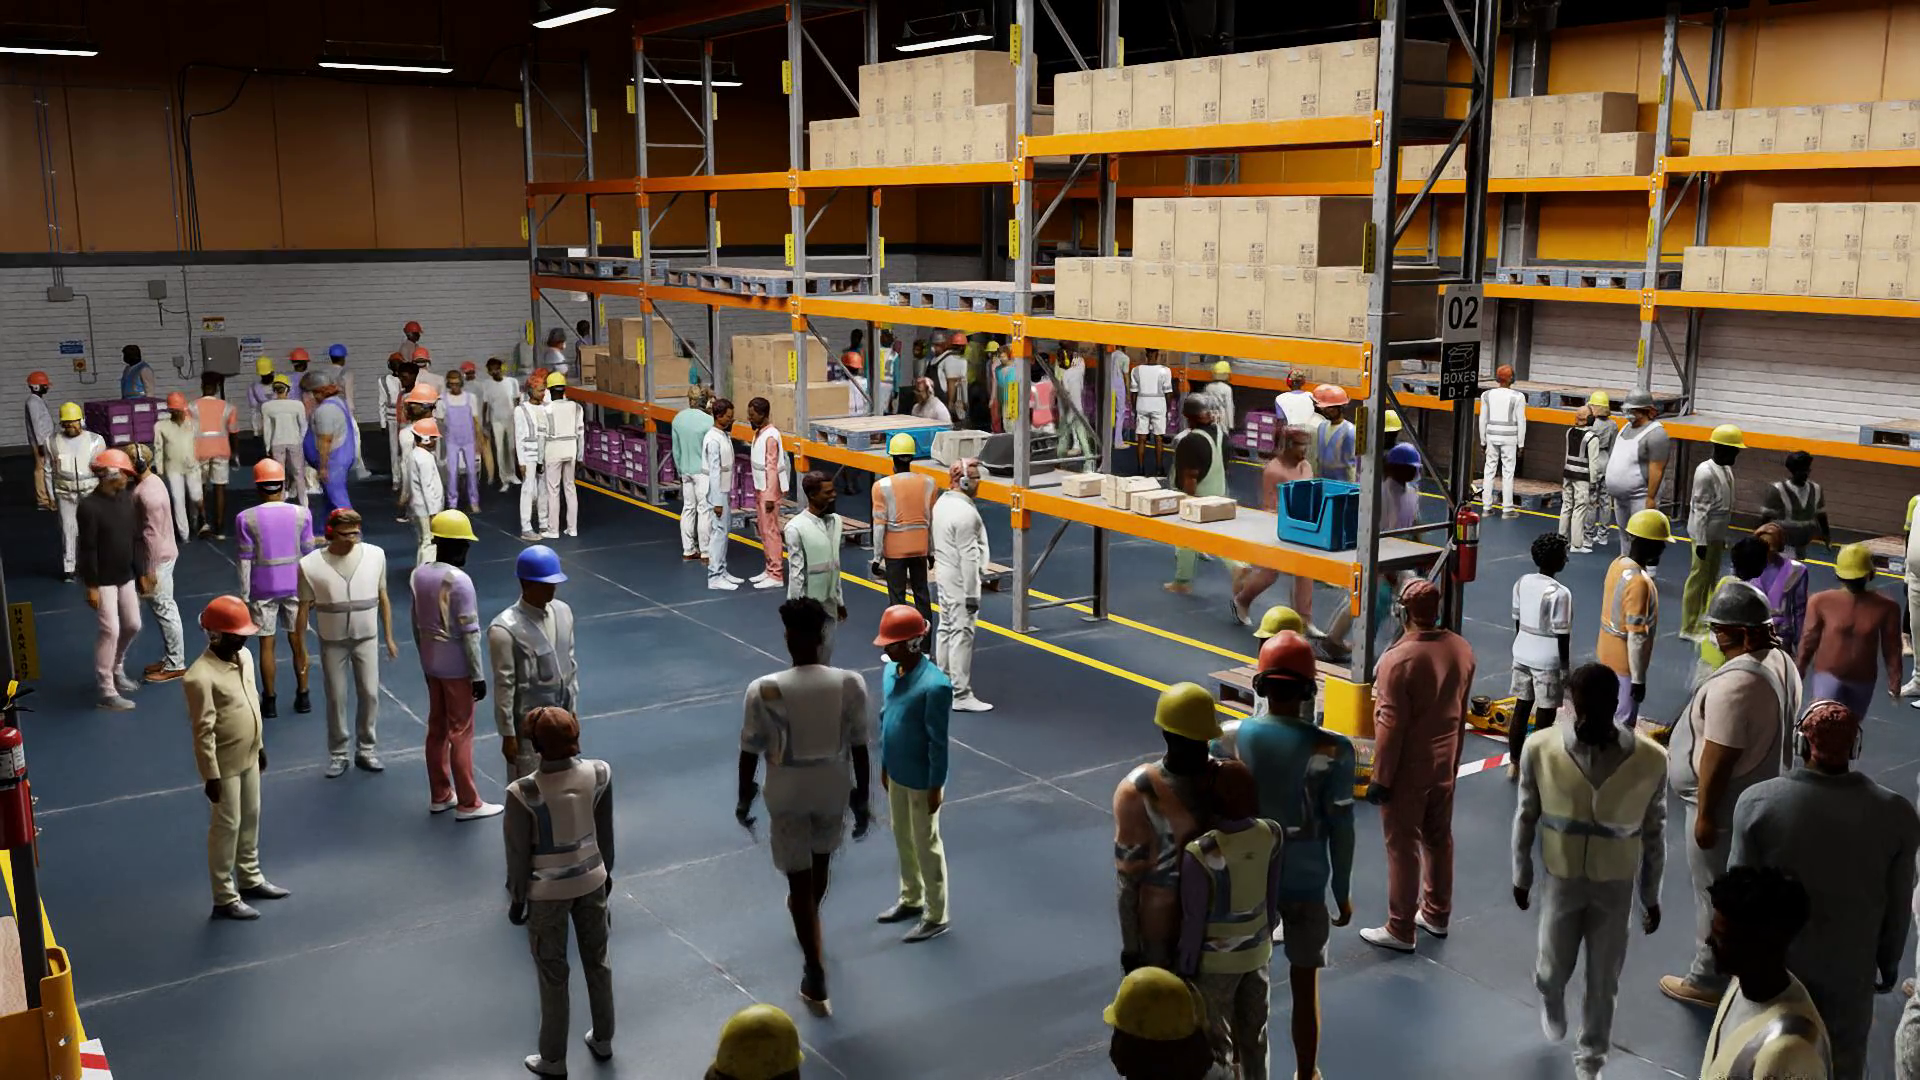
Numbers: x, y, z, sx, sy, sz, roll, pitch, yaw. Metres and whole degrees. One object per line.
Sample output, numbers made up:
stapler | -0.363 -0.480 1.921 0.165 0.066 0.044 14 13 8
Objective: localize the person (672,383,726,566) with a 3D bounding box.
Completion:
person | -2.774 -0.694 17.667 0.638 1.938 0.357 9 14 37

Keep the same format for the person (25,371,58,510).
person | -11.608 -1.263 21.060 0.347 1.746 0.573 -5 12 -25

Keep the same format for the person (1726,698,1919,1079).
person | 3.249 1.538 6.358 0.642 1.900 0.401 4 12 20

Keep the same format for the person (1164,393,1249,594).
person | 2.389 -0.443 16.117 0.799 2.000 0.681 11 15 43

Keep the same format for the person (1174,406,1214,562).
person | 2.531 -0.612 17.741 0.566 1.744 0.350 -7 13 -33

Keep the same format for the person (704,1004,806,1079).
person | -0.527 2.023 4.298 0.492 1.730 0.324 6 12 27

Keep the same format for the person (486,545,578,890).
person | -2.304 0.977 9.113 0.410 1.938 0.606 6 13 28

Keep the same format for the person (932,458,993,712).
person | 0.022 0.329 12.513 0.399 1.909 0.642 -4 12 -19

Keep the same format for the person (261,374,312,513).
person | -8.316 -1.164 20.537 0.523 1.760 0.327 -3 12 -17

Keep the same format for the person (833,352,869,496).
person | -1.401 -1.519 21.928 0.560 1.915 0.548 -6 12 -26

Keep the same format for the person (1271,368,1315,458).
person | 4.095 -1.172 20.352 0.565 1.846 0.389 -4 12 -18

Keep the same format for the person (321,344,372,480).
person | -8.618 -1.770 23.212 0.621 1.914 0.812 3 12 16

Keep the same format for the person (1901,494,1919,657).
person | 8.185 0.160 13.936 0.537 1.691 0.318 3 11 13

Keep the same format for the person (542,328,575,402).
person | -6.123 -2.280 25.519 0.982 2.000 0.685 -6 13 -29

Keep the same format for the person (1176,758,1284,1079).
person | 1.045 1.641 6.493 0.511 1.638 0.308 -8 14 -36

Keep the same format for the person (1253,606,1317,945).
person | 1.626 1.191 8.520 0.297 1.744 0.487 -4 12 -20

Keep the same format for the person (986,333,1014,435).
person | 0.699 -2.576 27.361 0.589 1.915 0.399 7 13 31

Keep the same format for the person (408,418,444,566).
person | -5.194 -0.320 16.265 0.347 1.740 0.567 -6 12 -26

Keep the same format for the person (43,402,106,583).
person | -8.944 -0.485 16.865 0.587 1.833 0.404 -6 13 -29

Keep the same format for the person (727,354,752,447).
person | -3.604 -2.320 26.831 0.700 1.607 0.536 8 14 35

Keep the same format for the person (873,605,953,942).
person | -0.263 1.182 8.584 0.351 1.738 0.575 -7 13 -33

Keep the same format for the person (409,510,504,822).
person | -3.117 0.768 10.231 0.585 1.920 0.383 9 14 39

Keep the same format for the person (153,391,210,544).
person | -8.869 -0.847 18.966 0.575 1.734 0.525 -5 12 -26

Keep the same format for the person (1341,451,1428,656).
person | 3.644 0.111 13.999 1.022 1.774 0.596 -2 11 -9

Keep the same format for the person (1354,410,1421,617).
person | 3.942 -0.244 15.394 0.588 1.927 0.369 2 11 9

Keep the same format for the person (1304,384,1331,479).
person | 3.688 -0.610 17.124 0.406 1.986 0.618 2 11 9

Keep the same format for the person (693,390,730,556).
person | -2.758 -0.721 18.076 0.564 1.841 0.397 -5 12 -25

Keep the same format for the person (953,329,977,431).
person | 0.044 -2.757 28.383 0.495 1.886 0.645 1 11 5

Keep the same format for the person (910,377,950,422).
person | -0.401 -0.901 18.842 0.434 1.907 0.692 -7 13 -33

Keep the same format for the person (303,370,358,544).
person | -7.048 -0.913 18.524 0.577 2.000 0.700 -1 11 -3

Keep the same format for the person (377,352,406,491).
person | -7.524 -1.589 22.419 0.579 1.878 0.343 -3 11 -15

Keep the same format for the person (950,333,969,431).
person | -0.032 -2.174 25.264 0.387 1.930 0.544 -7 13 -33

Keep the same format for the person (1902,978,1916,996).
person | 4.767 1.207 7.787 0.619 1.996 0.376 -9 14 -39

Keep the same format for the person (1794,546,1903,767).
person | 5.536 0.852 10.368 0.578 1.698 0.930 4 12 18

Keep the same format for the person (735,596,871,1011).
person | -0.769 1.201 8.036 0.617 1.911 1.023 -5 12 -24

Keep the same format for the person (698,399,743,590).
person | -2.392 -0.455 16.533 0.402 1.908 0.598 0 11 -1

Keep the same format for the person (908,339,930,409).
person | -0.608 -2.130 25.265 0.605 1.835 0.694 -5 12 -25

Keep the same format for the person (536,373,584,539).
person | -4.607 -0.967 19.144 0.591 1.911 0.397 -10 15 -43

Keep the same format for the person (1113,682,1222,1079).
person | 0.860 1.485 6.547 0.590 1.925 0.377 -9 14 -37

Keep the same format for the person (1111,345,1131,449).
person | 2.518 -2.360 26.465 0.353 1.837 0.511 -8 14 -36

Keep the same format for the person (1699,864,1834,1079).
person | 2.185 1.842 4.741 0.999 1.911 0.658 3 11 14

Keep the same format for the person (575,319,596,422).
person | -6.371 -2.801 28.467 0.373 1.934 0.626 3 12 17

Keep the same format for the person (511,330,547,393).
person | -7.156 -2.692 27.966 0.663 1.906 0.878 2 11 12

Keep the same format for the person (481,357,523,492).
person | -6.207 -1.595 22.624 0.587 1.821 0.874 -5 12 -23

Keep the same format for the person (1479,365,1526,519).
person | 6.654 -1.201 20.403 0.574 1.884 0.356 9 14 39

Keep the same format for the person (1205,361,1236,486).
person | 3.561 -1.590 22.804 0.392 1.731 0.488 -6 12 -27

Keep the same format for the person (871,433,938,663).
person | -0.461 0.081 13.727 0.587 1.928 0.382 -5 12 -25

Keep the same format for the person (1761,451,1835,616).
person | 7.392 0.033 14.645 0.636 1.639 0.845 -3 11 -13

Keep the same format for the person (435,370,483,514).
person | -6.201 -1.194 20.512 0.565 1.821 0.440 -5 12 -24
